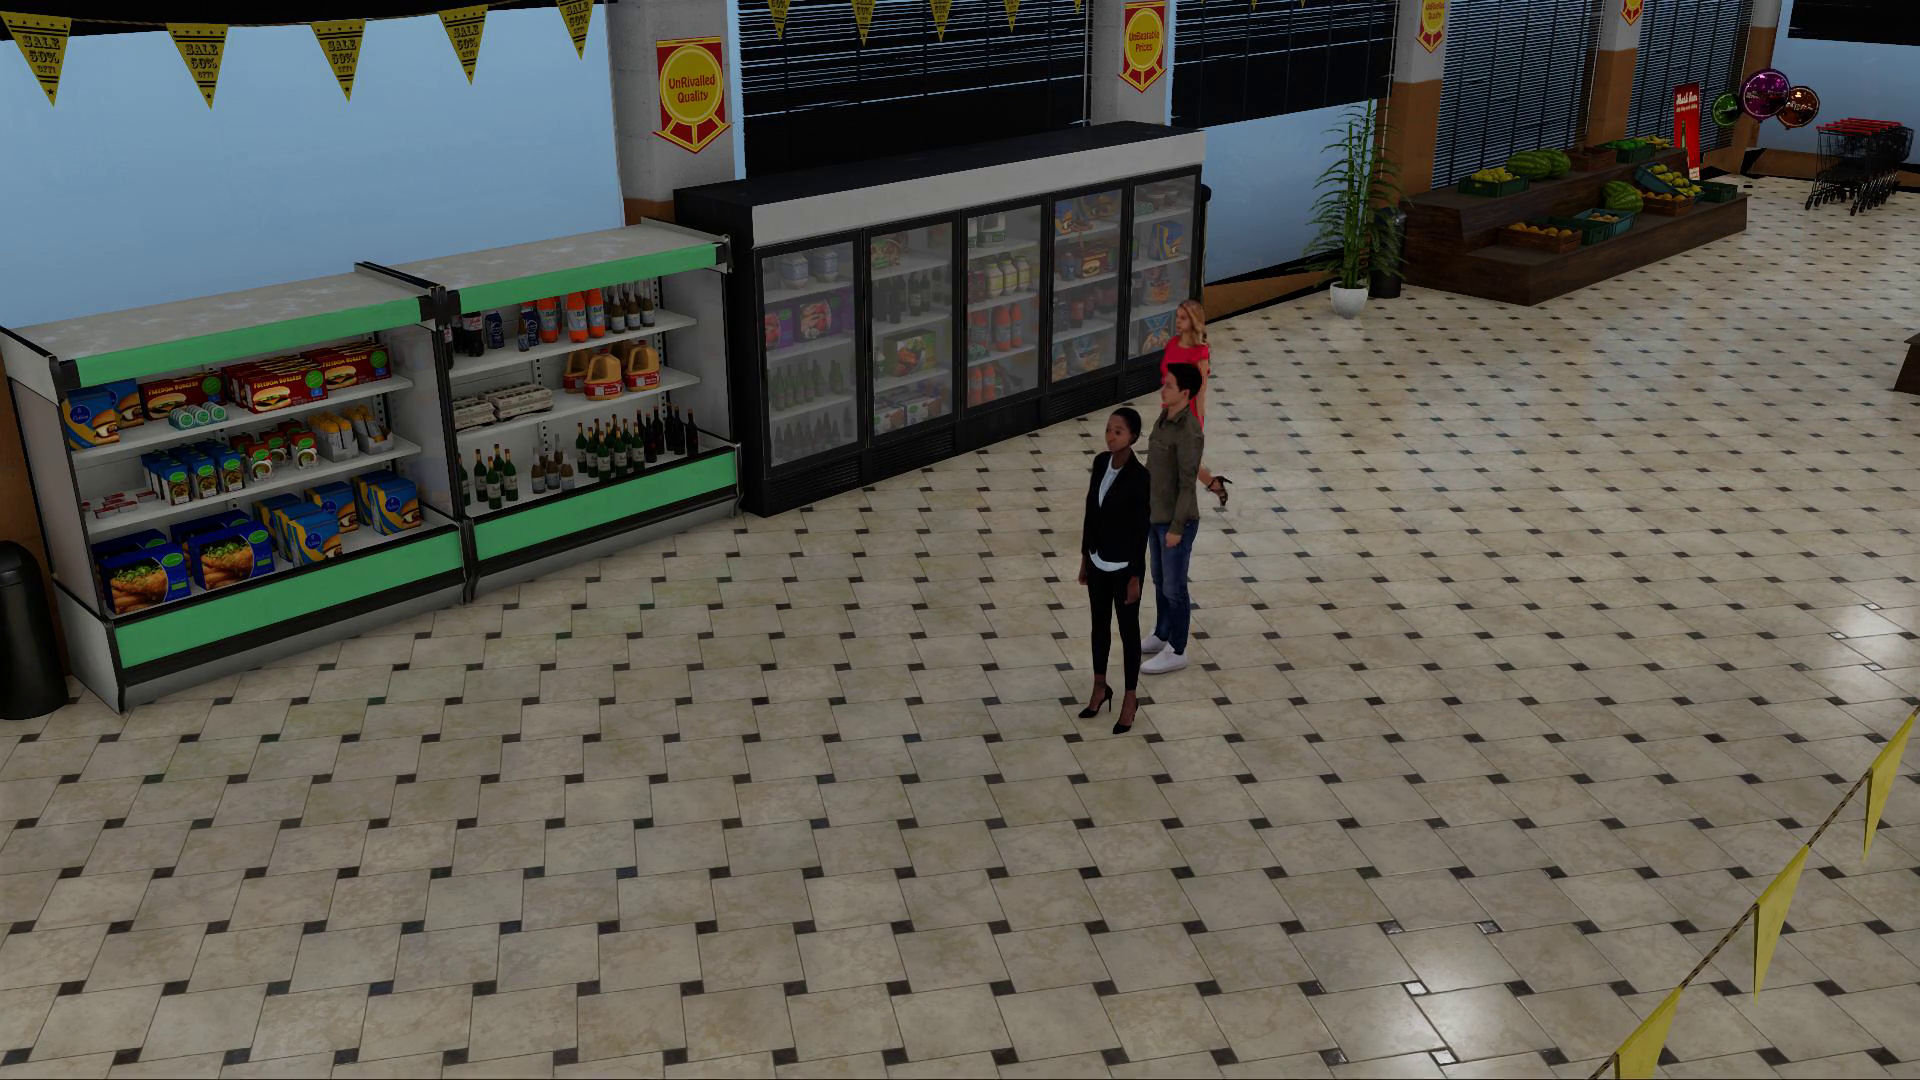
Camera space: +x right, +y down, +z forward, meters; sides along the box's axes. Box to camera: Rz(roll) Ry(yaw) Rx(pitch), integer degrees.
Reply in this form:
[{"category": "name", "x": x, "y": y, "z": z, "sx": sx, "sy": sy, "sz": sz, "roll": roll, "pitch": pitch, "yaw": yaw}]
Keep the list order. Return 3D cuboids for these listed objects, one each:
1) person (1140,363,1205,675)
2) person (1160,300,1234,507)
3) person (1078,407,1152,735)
[{"category": "person", "x": 1.245, "y": -0.136, "z": 9.707, "sx": 0.794, "sy": 1.866, "sz": 0.793, "roll": -5, "pitch": 22, "yaw": -12}, {"category": "person", "x": 1.624, "y": -0.862, "z": 11.736, "sx": 1.030, "sy": 1.701, "sz": 0.764, "roll": -11, "pitch": 25, "yaw": -26}, {"category": "person", "x": 0.843, "y": 0.167, "z": 8.999, "sx": 0.534, "sy": 1.833, "sz": 0.605, "roll": -17, "pitch": 28, "yaw": -37}]
